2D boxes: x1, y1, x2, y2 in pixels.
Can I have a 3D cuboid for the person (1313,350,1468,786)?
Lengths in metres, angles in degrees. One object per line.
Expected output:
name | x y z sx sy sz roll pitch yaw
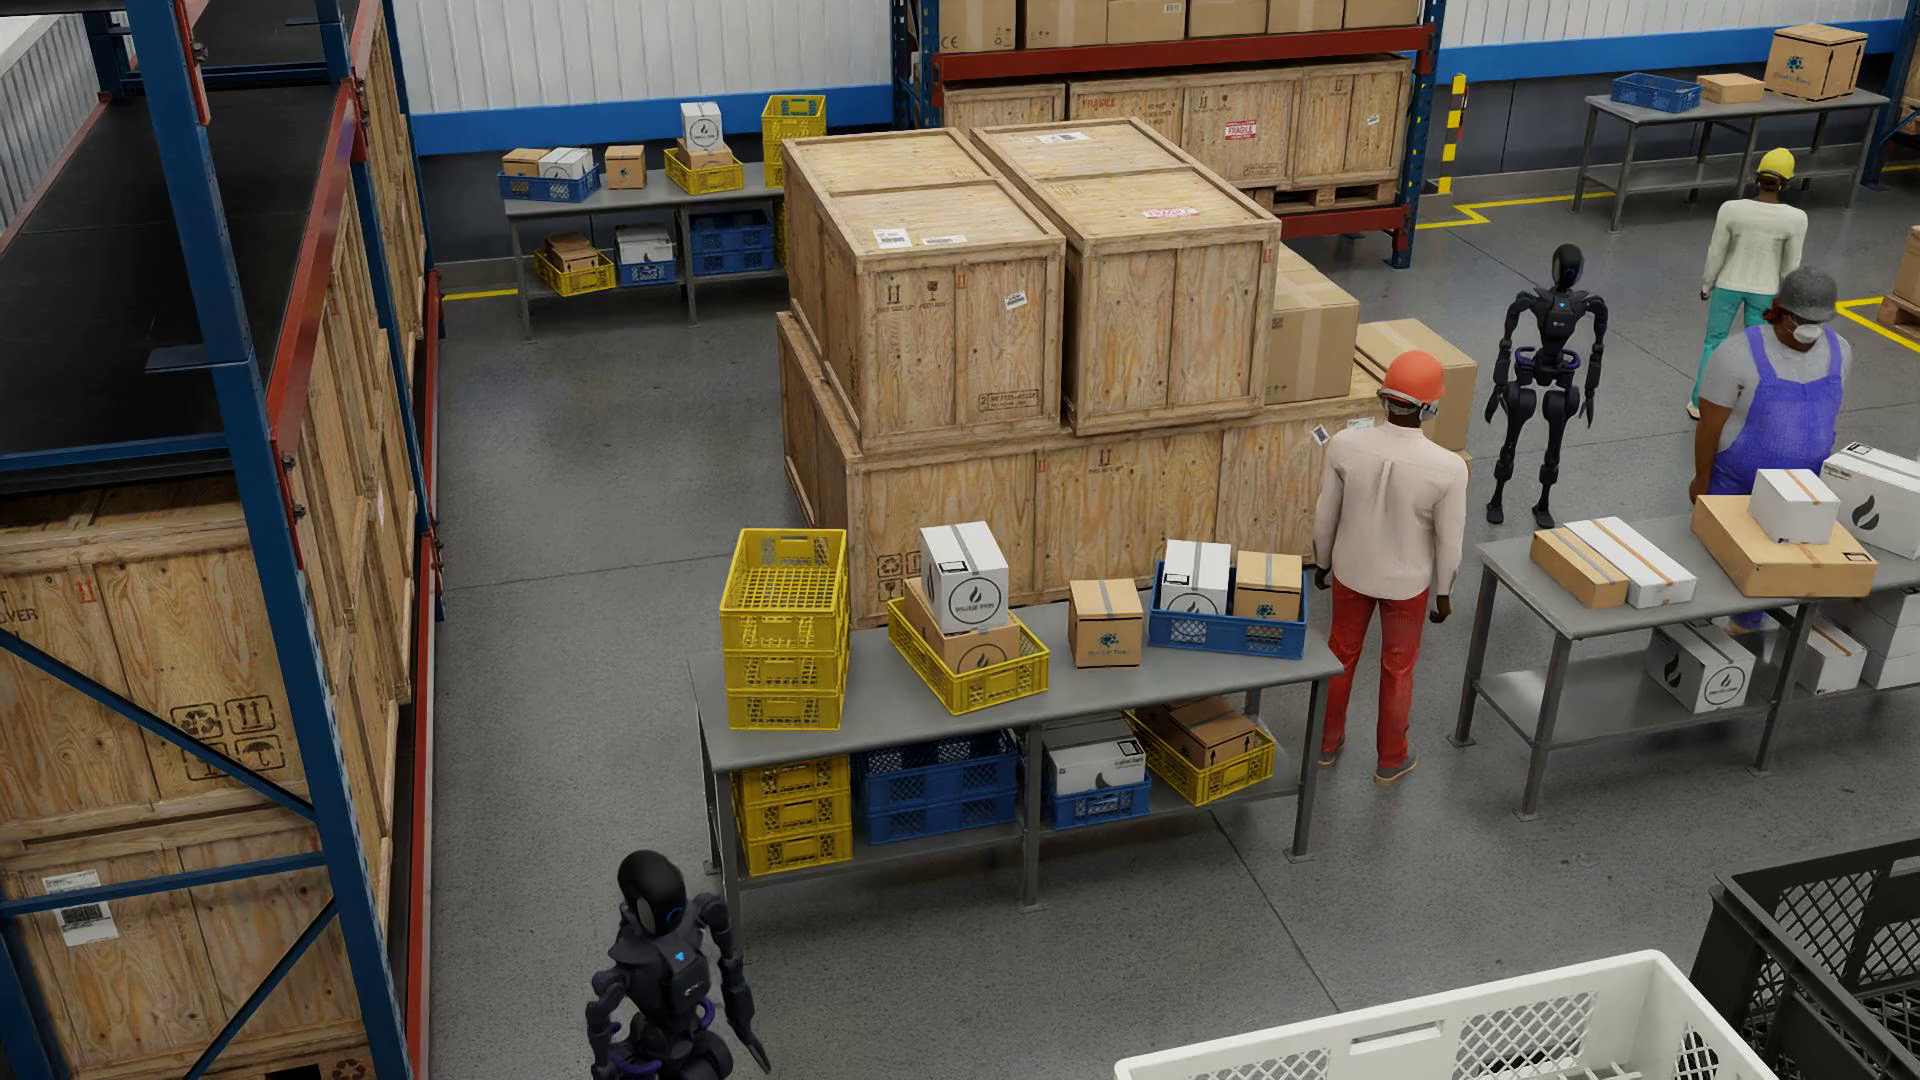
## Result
person | 1.810 0.132 7.089 0.618 1.992 0.394 15 32 26

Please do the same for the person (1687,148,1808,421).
person | 4.927 -1.575 10.423 0.532 1.766 0.324 14 32 23

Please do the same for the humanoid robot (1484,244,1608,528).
humanoid robot | 3.219 -0.842 9.180 0.579 1.651 0.307 5 29 9

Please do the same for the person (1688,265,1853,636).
person | 3.818 -0.327 7.876 0.686 2.000 0.536 -3 29 -6

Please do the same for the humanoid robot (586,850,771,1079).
humanoid robot | -0.822 1.550 4.840 0.323 1.645 0.596 20 35 32
